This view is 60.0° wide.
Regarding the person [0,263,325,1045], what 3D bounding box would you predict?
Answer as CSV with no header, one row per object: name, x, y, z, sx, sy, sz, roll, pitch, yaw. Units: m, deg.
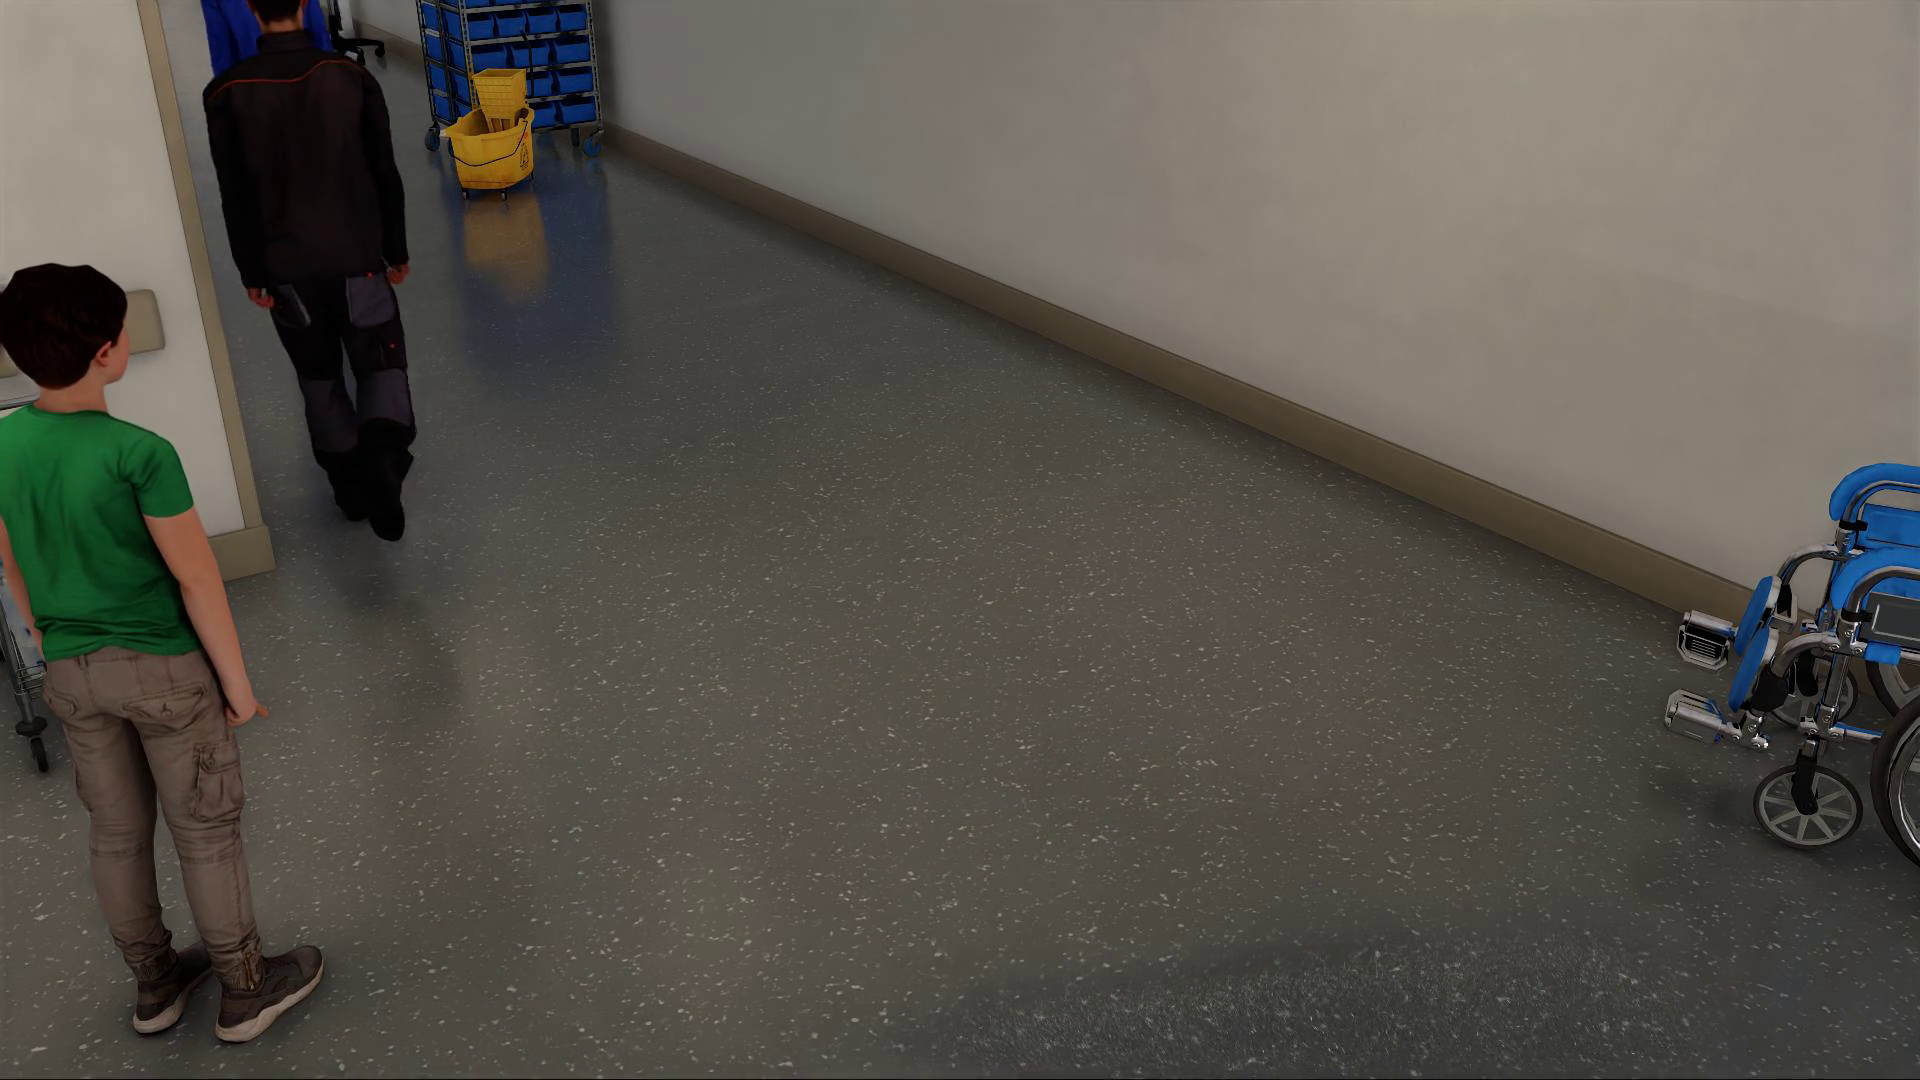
person,-1.638,0.264,3.287,0.667,1.651,0.724,5,26,10

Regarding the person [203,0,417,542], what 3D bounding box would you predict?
person,-2.038,-0.880,5.353,1.041,1.918,0.899,-11,28,-22

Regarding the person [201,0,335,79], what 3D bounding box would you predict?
person,-3.090,-1.933,7.691,1.223,1.784,0.951,-11,28,-21
